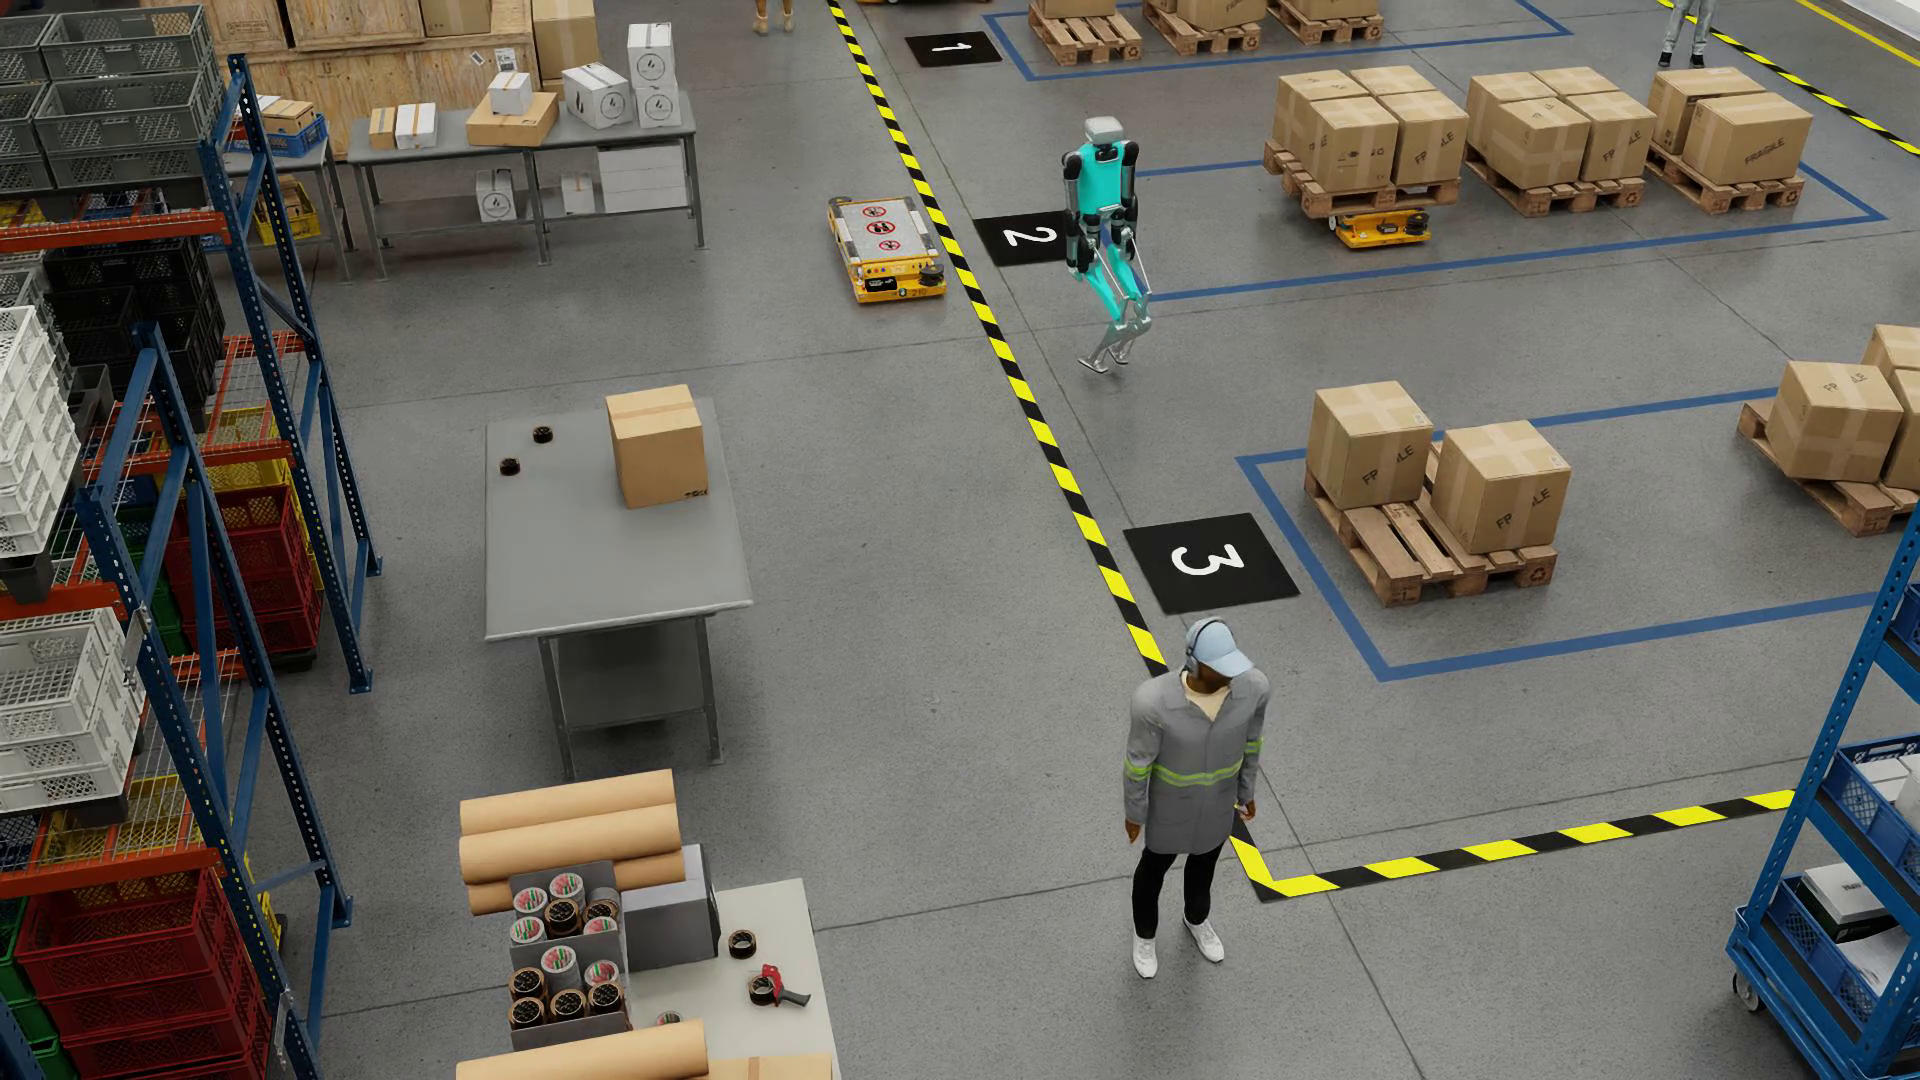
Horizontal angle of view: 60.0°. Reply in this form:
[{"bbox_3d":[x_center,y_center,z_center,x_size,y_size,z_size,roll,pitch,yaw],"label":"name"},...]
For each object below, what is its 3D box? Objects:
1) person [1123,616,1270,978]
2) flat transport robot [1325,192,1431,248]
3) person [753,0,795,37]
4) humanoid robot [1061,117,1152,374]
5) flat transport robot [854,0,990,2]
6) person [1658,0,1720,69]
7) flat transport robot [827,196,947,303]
[{"bbox_3d":[0.950,1.058,6.805,0.596,1.852,0.361,-9,38,-12],"label":"person"},{"bbox_3d":[3.134,-2.740,13.213,0.652,0.197,1.431,-8,37,-10],"label":"flat transport robot"},{"bbox_3d":[-1.872,-5.901,16.001,0.613,2.040,0.389,-10,38,-14],"label":"person"},{"bbox_3d":[1.002,-1.818,10.655,0.533,1.675,0.735,-17,40,-22],"label":"humanoid robot"},{"bbox_3d":[-0.383,-5.826,17.361,1.431,0.197,0.652,-1,37,-1],"label":"flat transport robot"},{"bbox_3d":[6.894,-5.271,15.336,0.586,1.823,0.403,8,37,11],"label":"person"},{"bbox_3d":[-0.570,-2.220,12.538,0.659,0.231,1.431,-8,37,-10],"label":"flat transport robot"}]
